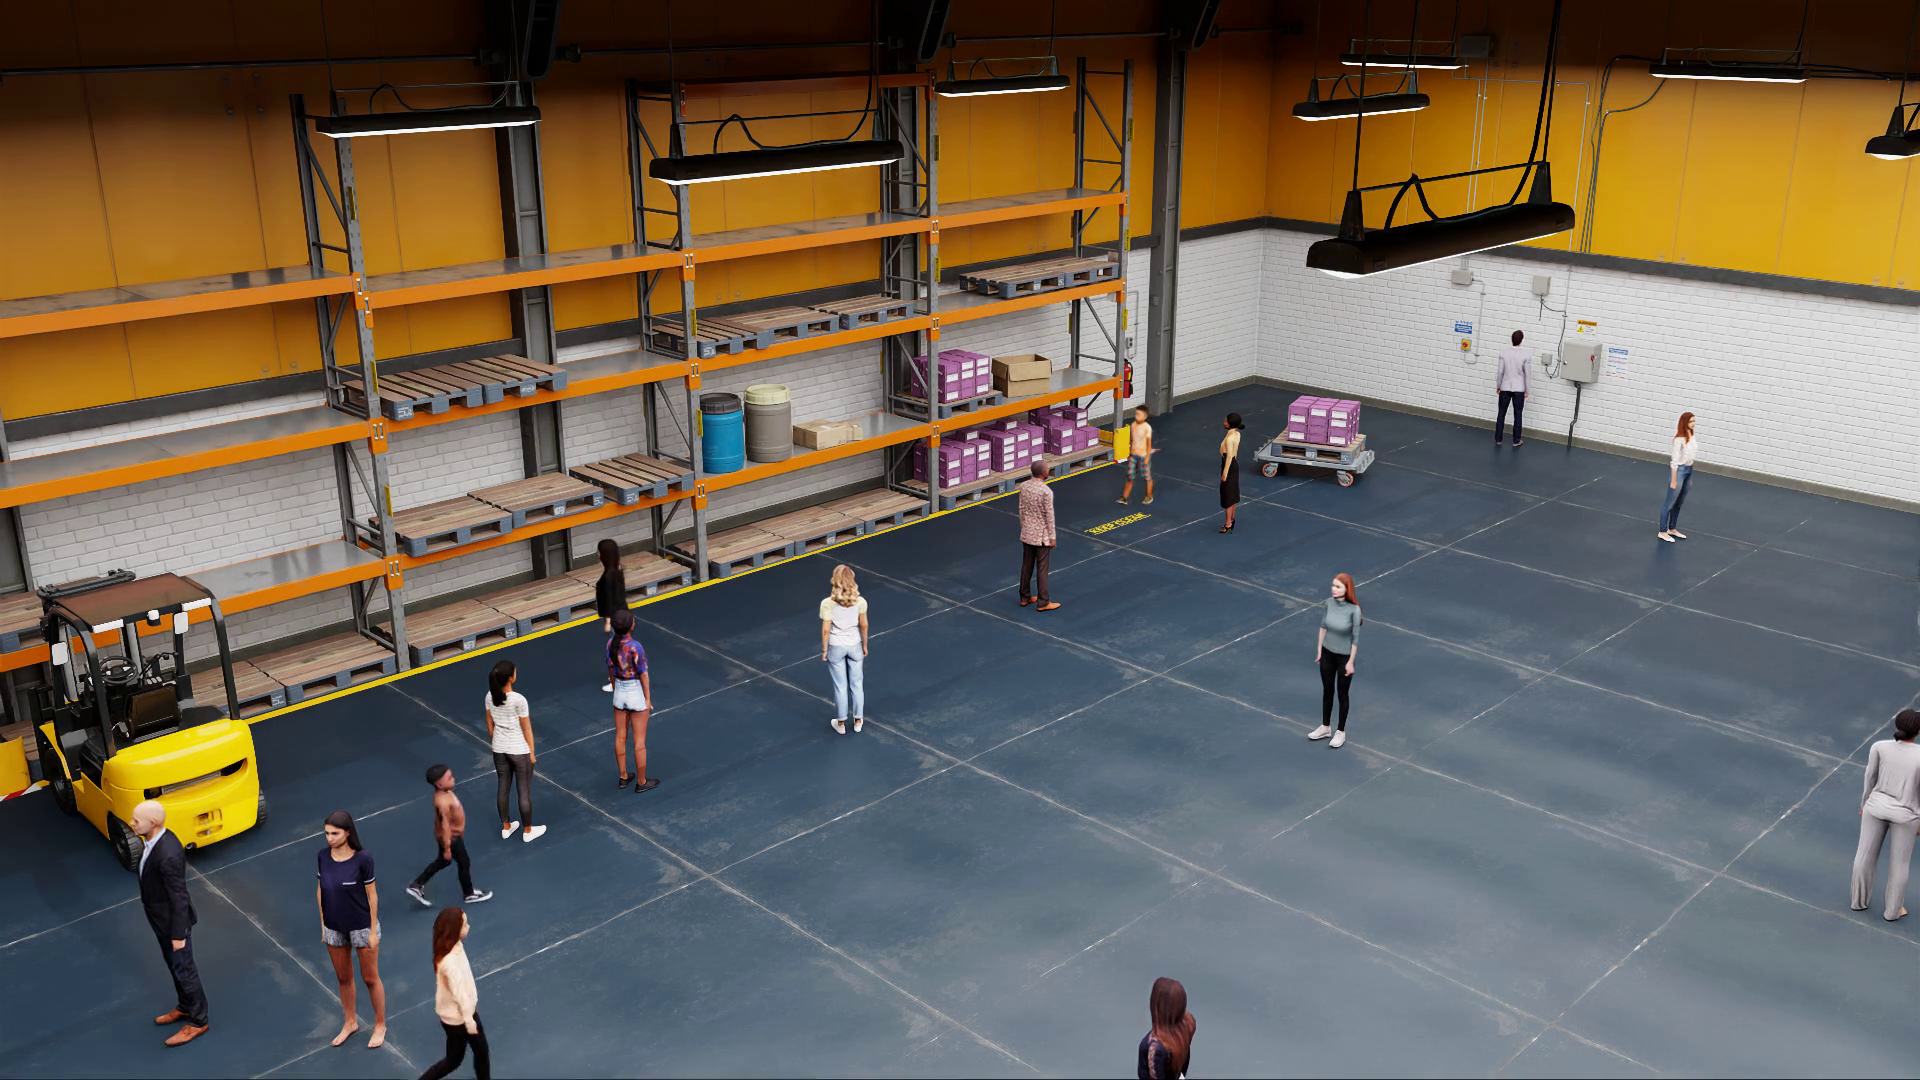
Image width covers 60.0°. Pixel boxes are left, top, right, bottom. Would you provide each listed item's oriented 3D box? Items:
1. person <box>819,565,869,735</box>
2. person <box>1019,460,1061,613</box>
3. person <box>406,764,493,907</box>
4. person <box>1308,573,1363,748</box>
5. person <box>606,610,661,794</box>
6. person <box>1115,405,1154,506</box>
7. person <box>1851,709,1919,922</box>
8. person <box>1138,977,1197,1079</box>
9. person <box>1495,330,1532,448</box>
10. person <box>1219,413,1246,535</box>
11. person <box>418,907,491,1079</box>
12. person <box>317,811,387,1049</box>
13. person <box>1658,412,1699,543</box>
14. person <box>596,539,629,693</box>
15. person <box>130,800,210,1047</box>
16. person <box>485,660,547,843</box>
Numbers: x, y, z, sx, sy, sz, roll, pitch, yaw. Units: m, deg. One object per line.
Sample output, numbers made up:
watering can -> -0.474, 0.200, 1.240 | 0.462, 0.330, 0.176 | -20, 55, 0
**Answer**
person -> -1.131, 1.070, 16.317 | 0.644, 1.722, 0.768 | -5, 19, -15
person -> 0.905, -0.069, 19.565 | 0.573, 1.808, 0.694 | -17, 25, -40
person -> -4.136, 2.365, 13.231 | 0.951, 1.237, 0.764 | -6, 20, -18
person -> 3.650, 1.143, 16.066 | 0.549, 1.743, 0.580 | -16, 24, -39
person -> -3.016, 1.447, 15.165 | 0.648, 1.743, 0.612 | 10, 21, 26
person -> 2.594, -1.193, 23.490 | 0.622, 1.432, 0.936 | 15, 23, 37
person -> 7.345, 2.145, 13.104 | 0.645, 1.736, 0.537 | 16, 24, 39
person -> 1.192, 3.299, 9.876 | 0.696, 1.608, 0.530 | 13, 22, 33
person -> 8.796, -2.423, 26.484 | 0.741, 1.853, 0.686 | 10, 21, 27
person -> 3.609, -0.902, 22.281 | 0.710, 1.653, 0.589 | 8, 20, 22
person -> -3.314, 3.077, 10.769 | 1.015, 1.459, 0.887 | -3, 19, -8
person -> -4.202, 2.671, 11.492 | 0.652, 1.767, 0.692 | 2, 19, 7
person -> 9.535, -0.855, 22.024 | 0.486, 1.728, 0.674 | -13, 22, -33
person -> -3.594, 0.769, 17.328 | 0.708, 1.647, 0.634 | 2, 19, 4
person -> -5.498, 2.625, 11.578 | 0.610, 1.799, 0.720 | -14, 23, -35
person -> -3.848, 1.797, 14.278 | 0.650, 1.646, 0.659 | 7, 20, 19
